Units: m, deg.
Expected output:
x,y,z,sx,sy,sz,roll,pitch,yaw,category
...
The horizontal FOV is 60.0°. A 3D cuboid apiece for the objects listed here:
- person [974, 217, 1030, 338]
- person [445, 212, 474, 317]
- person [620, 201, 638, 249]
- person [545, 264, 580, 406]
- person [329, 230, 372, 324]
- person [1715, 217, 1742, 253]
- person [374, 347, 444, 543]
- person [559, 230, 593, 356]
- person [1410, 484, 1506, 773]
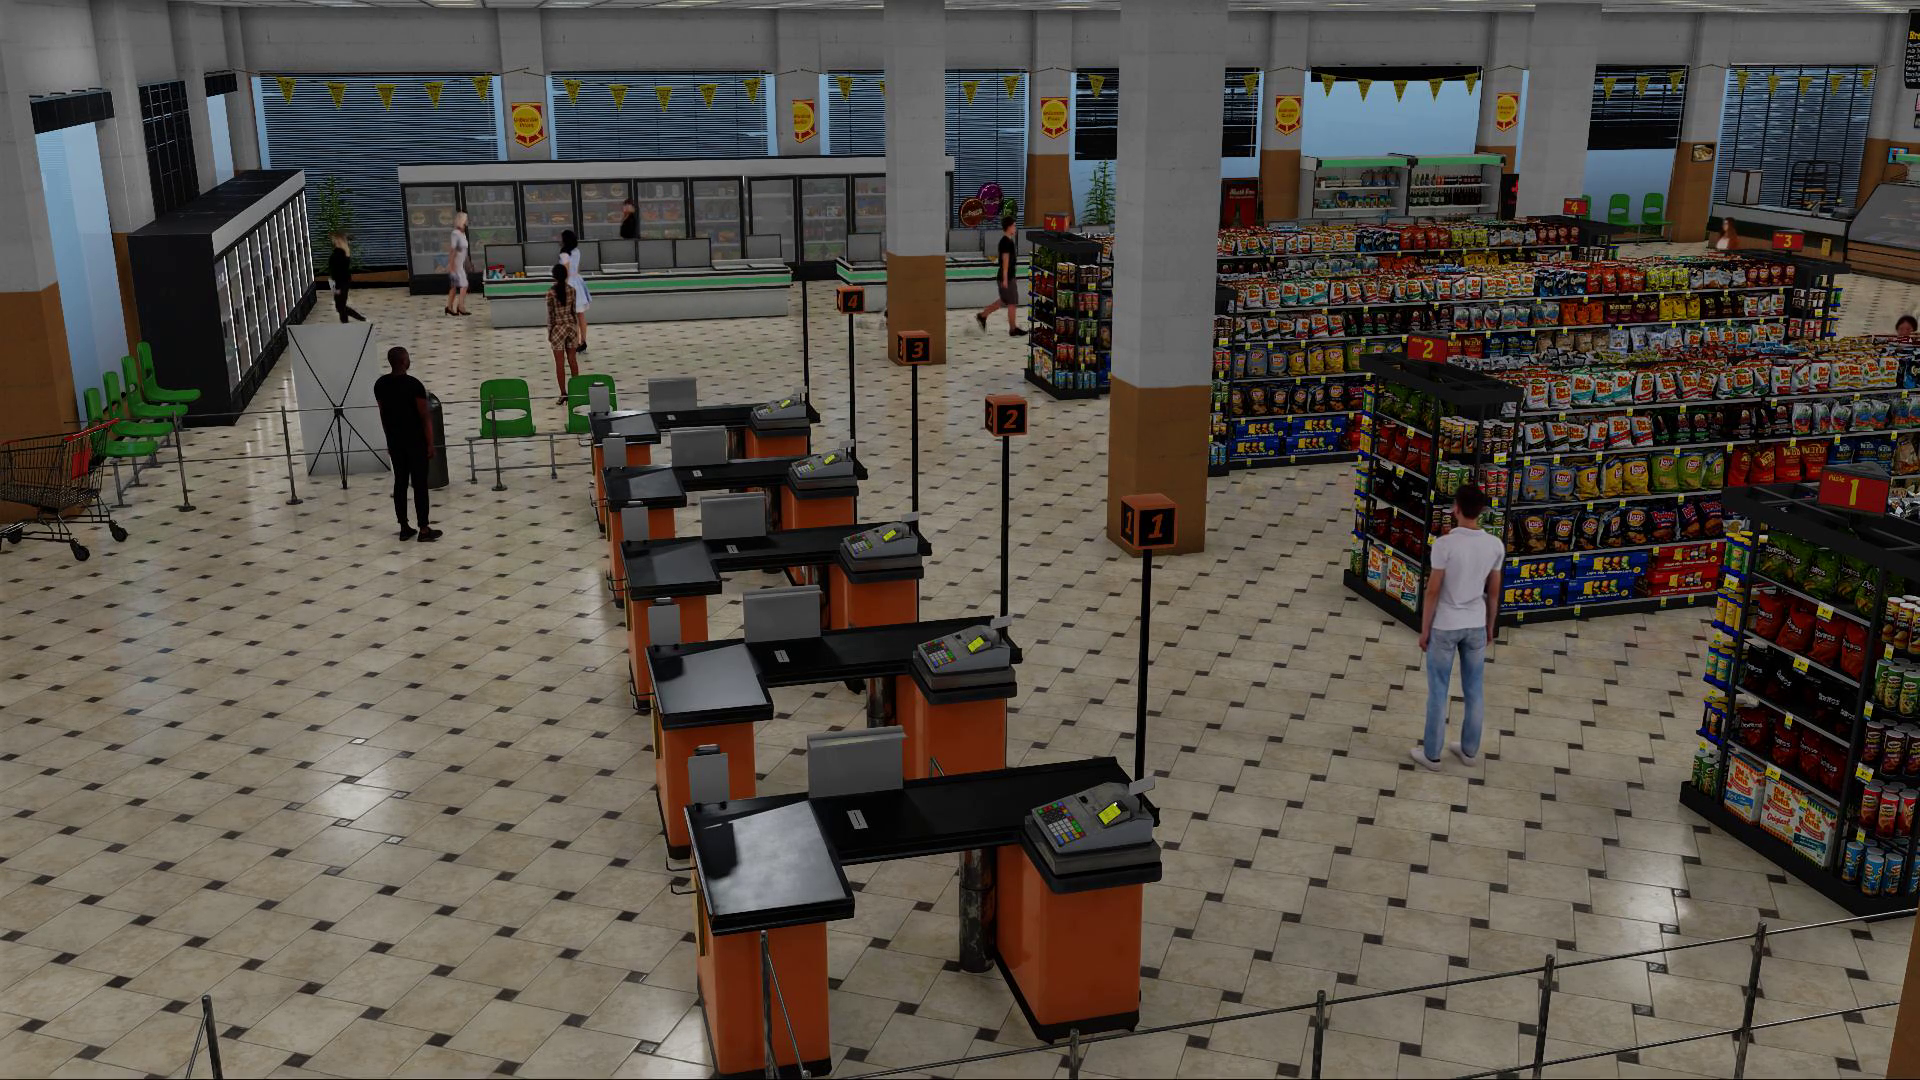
x,y,z,sx,sy,sz,roll,pitch,yaw,category
0.631,-4.064,25.780,1.176,1.839,0.891,1,17,2,person
-8.416,-4.551,27.615,0.749,1.703,0.637,1,17,3,person
-5.884,-5.284,30.104,0.668,1.660,0.618,-6,18,-20,person
-5.017,-2.604,21.048,0.634,1.793,0.734,-15,23,-41,person
-9.389,-3.901,25.533,0.866,1.670,0.670,-3,17,-9,person
12.541,-4.401,27.123,0.991,1.703,0.721,-7,18,-23,person
-5.103,-0.887,15.349,0.683,1.820,0.811,4,17,14,person
-5.681,-3.637,24.422,0.905,1.809,0.854,7,18,21,person
3.162,0.558,10.536,0.485,1.851,0.701,-4,17,-12,person
